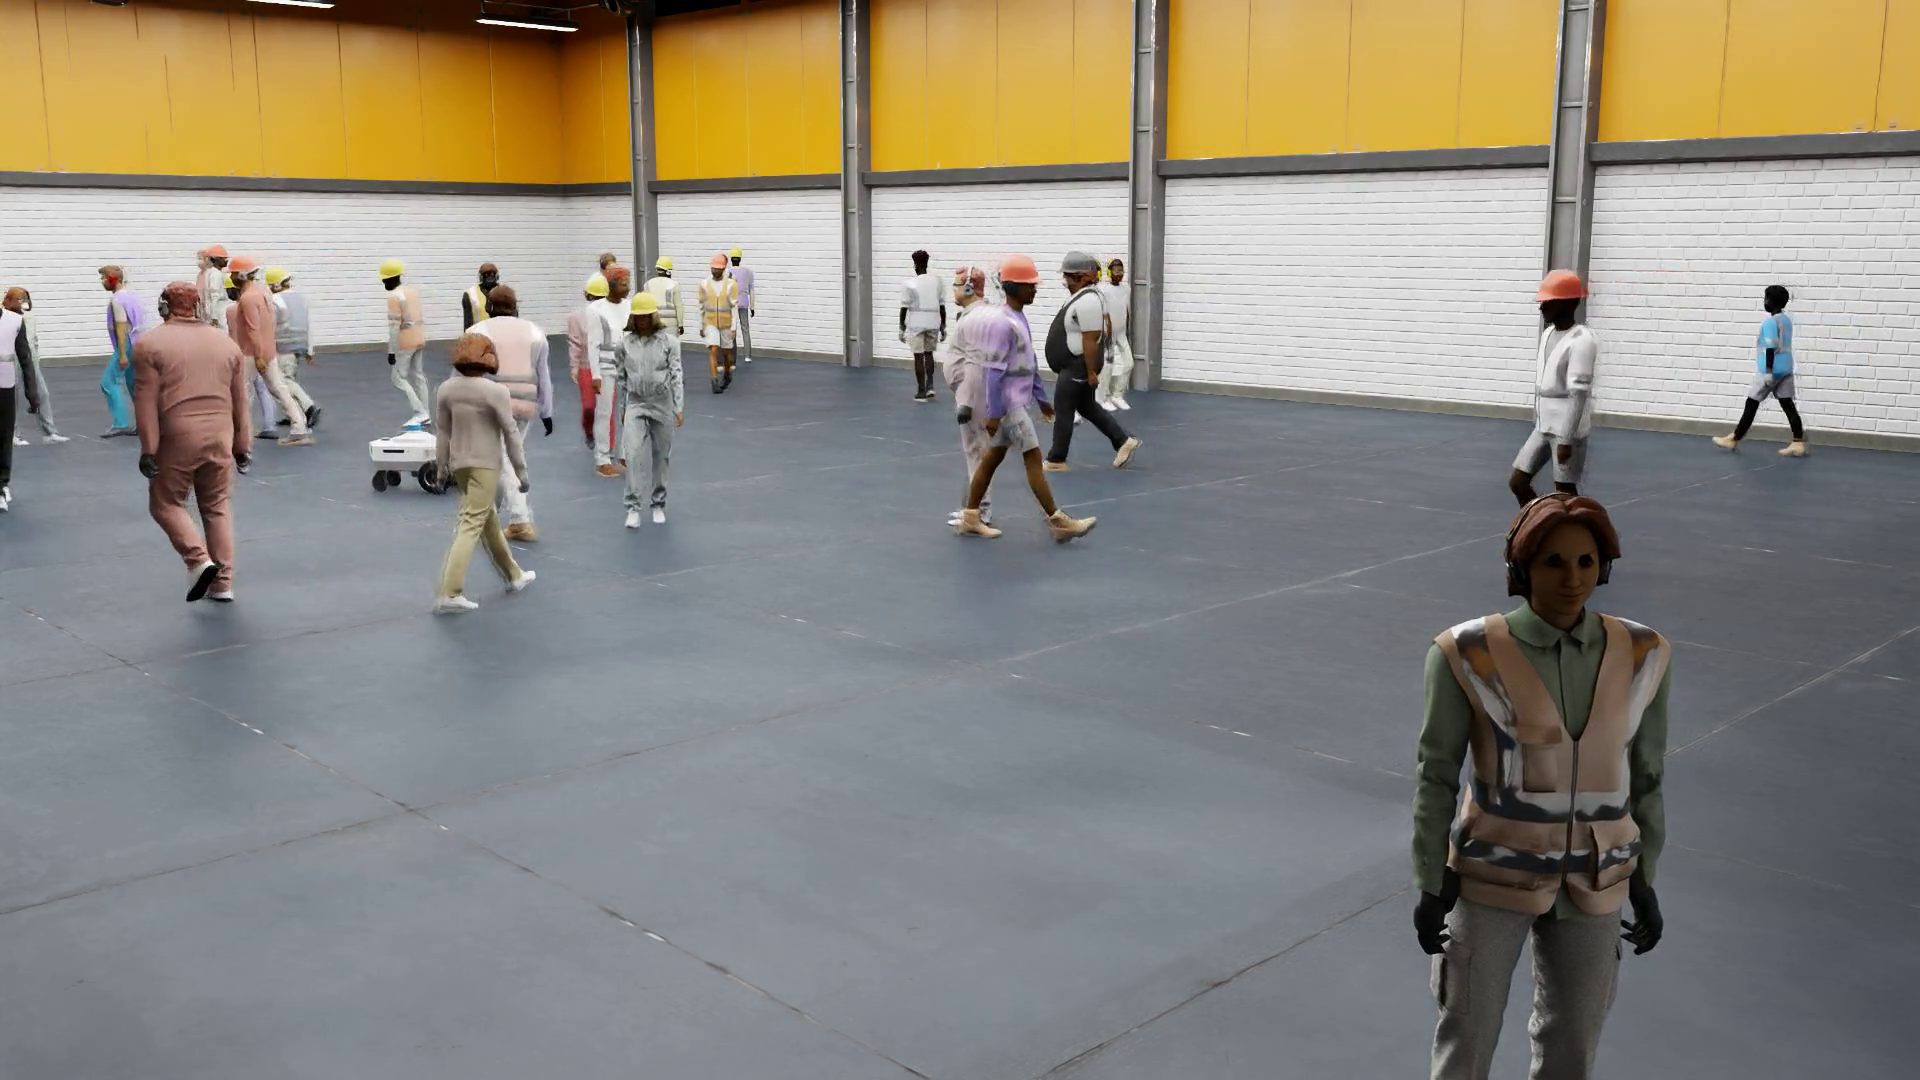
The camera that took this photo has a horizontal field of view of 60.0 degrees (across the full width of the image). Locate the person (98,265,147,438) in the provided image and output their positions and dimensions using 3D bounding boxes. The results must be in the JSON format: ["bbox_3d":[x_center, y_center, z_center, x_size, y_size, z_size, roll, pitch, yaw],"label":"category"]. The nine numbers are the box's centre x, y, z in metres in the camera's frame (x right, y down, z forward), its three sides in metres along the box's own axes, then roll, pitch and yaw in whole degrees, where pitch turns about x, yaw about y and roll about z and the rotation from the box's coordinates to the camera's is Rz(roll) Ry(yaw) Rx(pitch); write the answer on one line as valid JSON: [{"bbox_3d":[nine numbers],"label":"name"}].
[{"bbox_3d":[-8.899,-1.985,17.582,0.611,1.812,0.581,-2,11,-10],"label":"person"}]

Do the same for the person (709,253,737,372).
[{"bbox_3d":[-3.725,-3.562,26.103,0.506,1.847,0.345,-9,14,-41],"label":"person"}]

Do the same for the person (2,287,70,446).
[{"bbox_3d":[-9.410,-1.740,16.796,0.730,1.602,0.528,4,11,19],"label":"person"}]

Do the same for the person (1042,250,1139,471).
[{"bbox_3d":[1.153,-1.631,15.040,0.906,2.000,0.683,1,10,5],"label":"person"}]

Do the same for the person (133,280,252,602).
[{"bbox_3d":[-4.415,-0.553,9.609,0.532,1.876,0.670,8,13,37],"label":"person"}]

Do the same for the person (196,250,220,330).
[{"bbox_3d":[-12.172,-3.744,26.984,0.644,1.893,0.434,8,13,38],"label":"person"}]

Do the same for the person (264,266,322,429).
[{"bbox_3d":[-7.327,-2.103,18.290,0.737,1.799,0.601,4,11,20],"label":"person"}]

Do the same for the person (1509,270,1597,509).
[{"bbox_3d":[3.611,-0.684,10.196,0.529,1.919,0.580,-2,11,-9],"label":"person"}]

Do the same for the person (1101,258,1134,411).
[{"bbox_3d":[1.905,-2.481,20.205,0.550,1.845,0.508,-6,12,-30],"label":"person"}]

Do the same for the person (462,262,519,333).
[{"bbox_3d":[-5.359,-2.261,19.055,0.626,1.833,0.490,-4,11,-21],"label":"person"}]

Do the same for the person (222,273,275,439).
[{"bbox_3d":[-7.576,-1.918,17.439,0.823,1.731,0.536,4,11,19],"label":"person"}]

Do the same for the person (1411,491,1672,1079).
[{"bbox_3d":[1.162,0.712,3.359,0.524,1.639,0.306,-1,10,-4],"label":"person"}]

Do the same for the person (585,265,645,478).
[{"bbox_3d":[-3.017,-1.459,14.581,0.616,1.862,0.650,9,14,41],"label":"person"}]

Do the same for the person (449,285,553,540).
[{"bbox_3d":[-3.286,-0.909,11.835,0.728,1.782,0.982,-8,13,-38],"label":"person"}]

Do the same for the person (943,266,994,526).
[{"bbox_3d":[0.078,-1.055,12.265,0.403,1.907,0.648,1,10,6],"label":"person"}]

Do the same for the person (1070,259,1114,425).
[{"bbox_3d":[1.471,-2.225,18.766,0.555,1.872,0.344,5,12,27],"label":"person"}]

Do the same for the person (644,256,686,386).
[{"bbox_3d":[-4.165,-3.088,23.549,0.601,1.830,0.404,4,11,21],"label":"person"}]

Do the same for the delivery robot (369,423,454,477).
[{"bbox_3d":[-4.564,-0.735,13.953,0.707,0.478,0.477,1,10,5],"label":"delivery robot"}]

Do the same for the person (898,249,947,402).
[{"bbox_3d":[-0.496,-2.761,21.453,0.635,1.943,0.539,-4,11,-22],"label":"person"}]

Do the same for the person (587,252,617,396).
[{"bbox_3d":[-4.682,-2.850,22.035,0.430,1.911,0.660,5,11,23],"label":"person"}]

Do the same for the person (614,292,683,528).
[{"bbox_3d":[-2.267,-0.930,12.122,0.495,1.713,0.786,-1,10,-8],"label":"person"}]

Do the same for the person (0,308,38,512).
[{"bbox_3d":[-7.600,-1.178,13.051,0.609,1.869,0.997,-7,13,-35],"label":"person"}]

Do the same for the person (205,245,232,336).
[{"bbox_3d":[-11.121,-3.404,24.848,1.041,2.000,0.638,-6,12,-29],"label":"person"}]

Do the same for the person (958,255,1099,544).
[{"bbox_3d":[0.449,-0.961,11.525,1.041,1.986,0.613,2,11,10],"label":"person"}]

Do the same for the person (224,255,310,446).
[{"bbox_3d":[-7.119,-1.893,16.757,1.042,1.934,0.632,-1,10,-6],"label":"person"}]

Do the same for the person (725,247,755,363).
[{"bbox_3d":[-3.737,-3.926,27.863,0.593,1.925,0.384,-3,11,-17],"label":"person"}]

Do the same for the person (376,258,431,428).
[{"bbox_3d":[-6.148,-2.172,18.435,0.436,1.889,0.648,1,10,6],"label":"person"}]

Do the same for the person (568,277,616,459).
[{"bbox_3d":[-3.497,-1.658,15.994,0.539,1.734,0.572,-4,11,-19],"label":"person"}]

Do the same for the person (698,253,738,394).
[{"bbox_3d":[-3.299,-2.966,22.734,0.542,1.903,0.880,-1,10,-6],"label":"person"}]

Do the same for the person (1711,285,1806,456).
[{"bbox_3d":[7.875,-1.649,16.190,0.548,1.641,0.885,-9,14,-40],"label":"person"}]

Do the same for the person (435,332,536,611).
[{"bbox_3d":[-2.767,-0.408,9.634,0.526,1.574,0.907,5,11,25],"label":"person"}]
